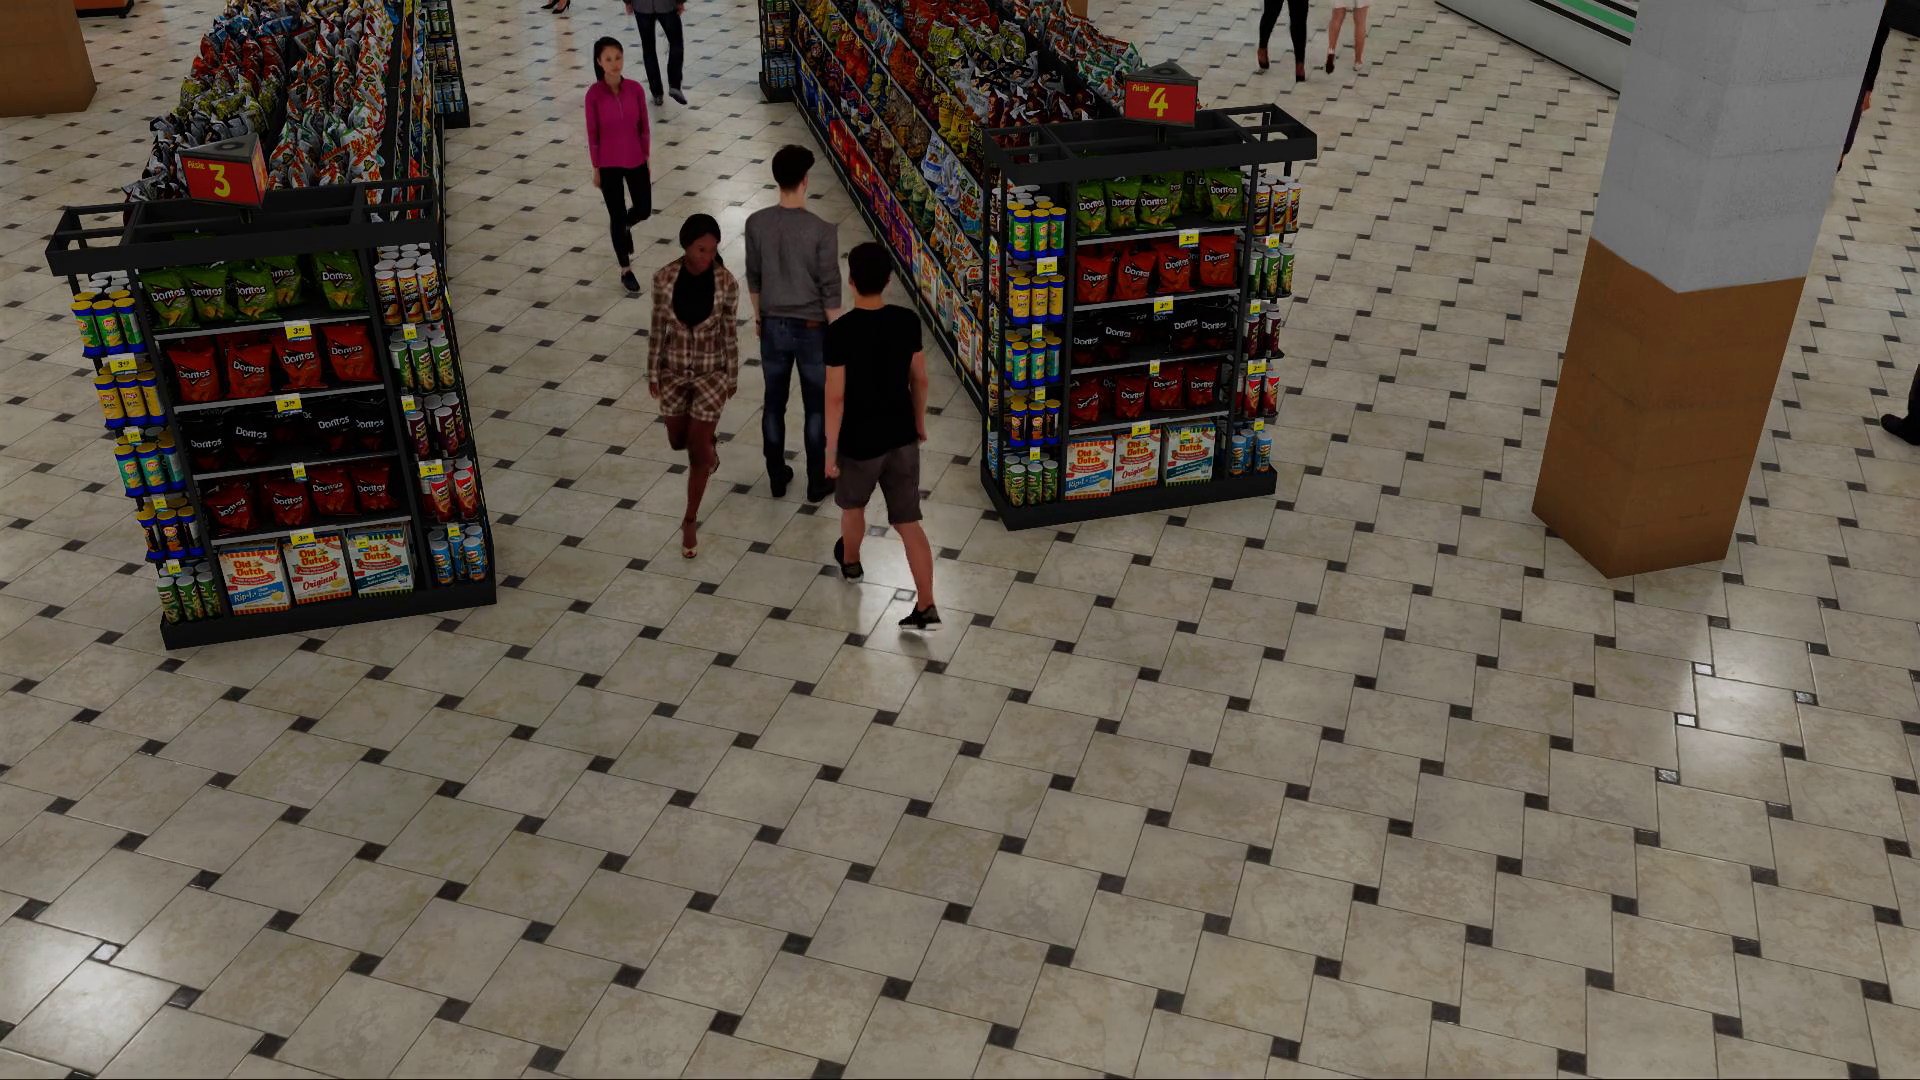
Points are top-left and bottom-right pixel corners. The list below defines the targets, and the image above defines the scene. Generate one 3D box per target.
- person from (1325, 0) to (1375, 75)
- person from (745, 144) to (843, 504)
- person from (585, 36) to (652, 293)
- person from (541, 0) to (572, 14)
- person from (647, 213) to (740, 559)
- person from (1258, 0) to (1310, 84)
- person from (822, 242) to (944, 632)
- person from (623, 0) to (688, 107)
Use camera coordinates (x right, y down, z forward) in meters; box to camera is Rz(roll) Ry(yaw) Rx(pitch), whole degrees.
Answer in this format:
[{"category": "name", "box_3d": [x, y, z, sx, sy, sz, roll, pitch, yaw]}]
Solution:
[{"category": "person", "box_3d": [3.596, -5.163, 15.379, 0.916, 1.694, 1.054, 13, 34, 20]}, {"category": "person", "box_3d": [-0.873, -1.093, 8.647, 0.769, 1.896, 0.773, 8, 33, 13]}, {"category": "person", "box_3d": [-2.305, -2.536, 11.168, 0.711, 1.683, 0.930, -16, 35, -24]}, {"category": "person", "box_3d": [-4.302, -6.442, 17.317, 0.865, 1.818, 0.781, -21, 37, -29]}, {"category": "person", "box_3d": [-1.315, -0.809, 8.325, 0.841, 1.754, 1.086, 5, 32, 9]}, {"category": "person", "box_3d": [2.949, -5.147, 15.261, 0.730, 1.791, 1.177, -4, 32, -7]}, {"category": "person", "box_3d": [-0.334, -0.404, 7.606, 0.834, 1.826, 1.273, -15, 35, -22]}, {"category": "person", "box_3d": [-2.636, -4.635, 14.376, 0.804, 1.858, 0.993, -3, 32, -4]}]
